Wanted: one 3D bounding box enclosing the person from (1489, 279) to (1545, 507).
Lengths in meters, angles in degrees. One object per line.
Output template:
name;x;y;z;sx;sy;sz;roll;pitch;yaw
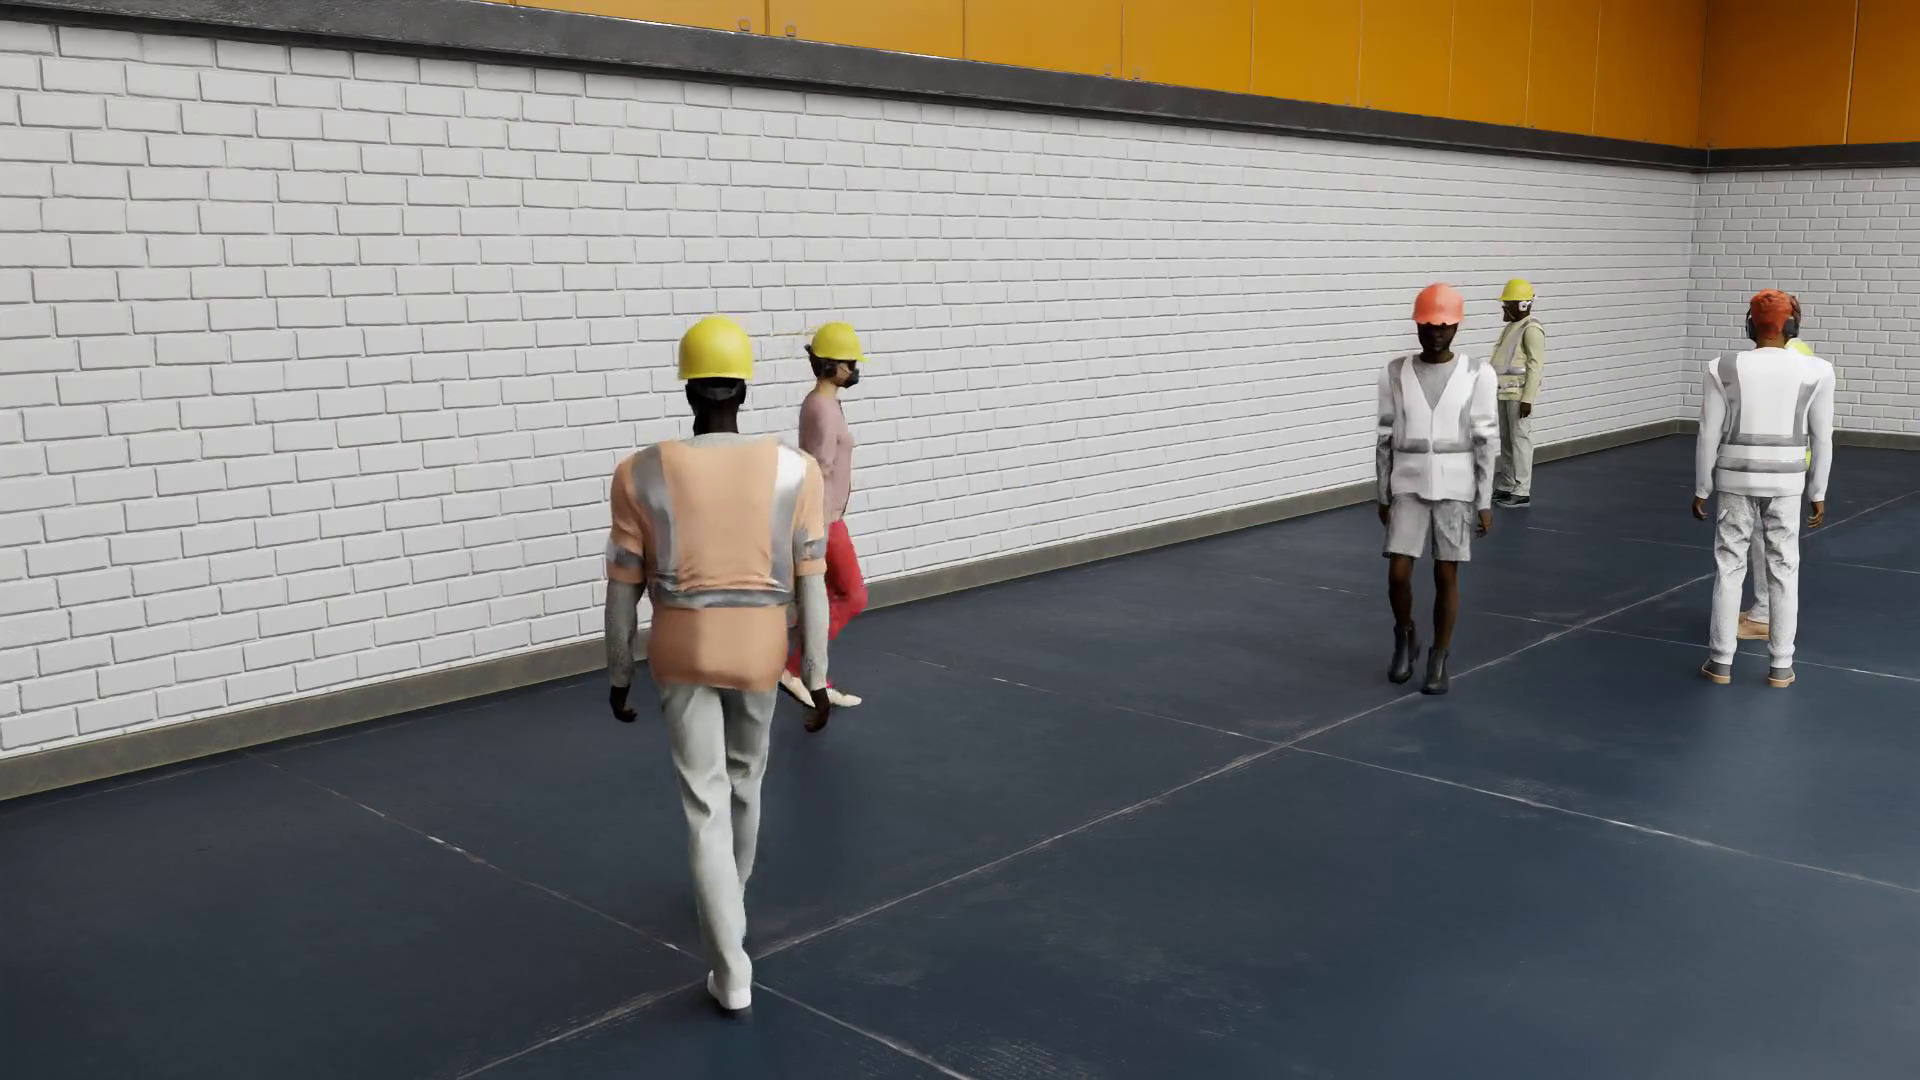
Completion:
person;4.457;-1.178;13.387;0.404;1.827;0.602;0;10;-2

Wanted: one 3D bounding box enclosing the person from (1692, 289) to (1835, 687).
person;3.796;-0.240;7.894;0.585;1.881;0.337;4;11;20

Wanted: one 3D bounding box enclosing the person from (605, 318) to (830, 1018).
person;-0.701;0.314;4.751;0.609;1.870;0.974;-3;10;-16

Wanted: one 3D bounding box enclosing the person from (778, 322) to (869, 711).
person;-0.576;-0.087;7.393;0.371;1.752;0.539;-2;10;-10

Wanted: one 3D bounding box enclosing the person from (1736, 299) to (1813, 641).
person;4.299;-0.387;8.857;0.429;1.839;0.633;6;12;32

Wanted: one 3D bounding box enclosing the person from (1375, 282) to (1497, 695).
person;2.192;-0.224;7.713;0.555;1.921;0.416;4;11;20
